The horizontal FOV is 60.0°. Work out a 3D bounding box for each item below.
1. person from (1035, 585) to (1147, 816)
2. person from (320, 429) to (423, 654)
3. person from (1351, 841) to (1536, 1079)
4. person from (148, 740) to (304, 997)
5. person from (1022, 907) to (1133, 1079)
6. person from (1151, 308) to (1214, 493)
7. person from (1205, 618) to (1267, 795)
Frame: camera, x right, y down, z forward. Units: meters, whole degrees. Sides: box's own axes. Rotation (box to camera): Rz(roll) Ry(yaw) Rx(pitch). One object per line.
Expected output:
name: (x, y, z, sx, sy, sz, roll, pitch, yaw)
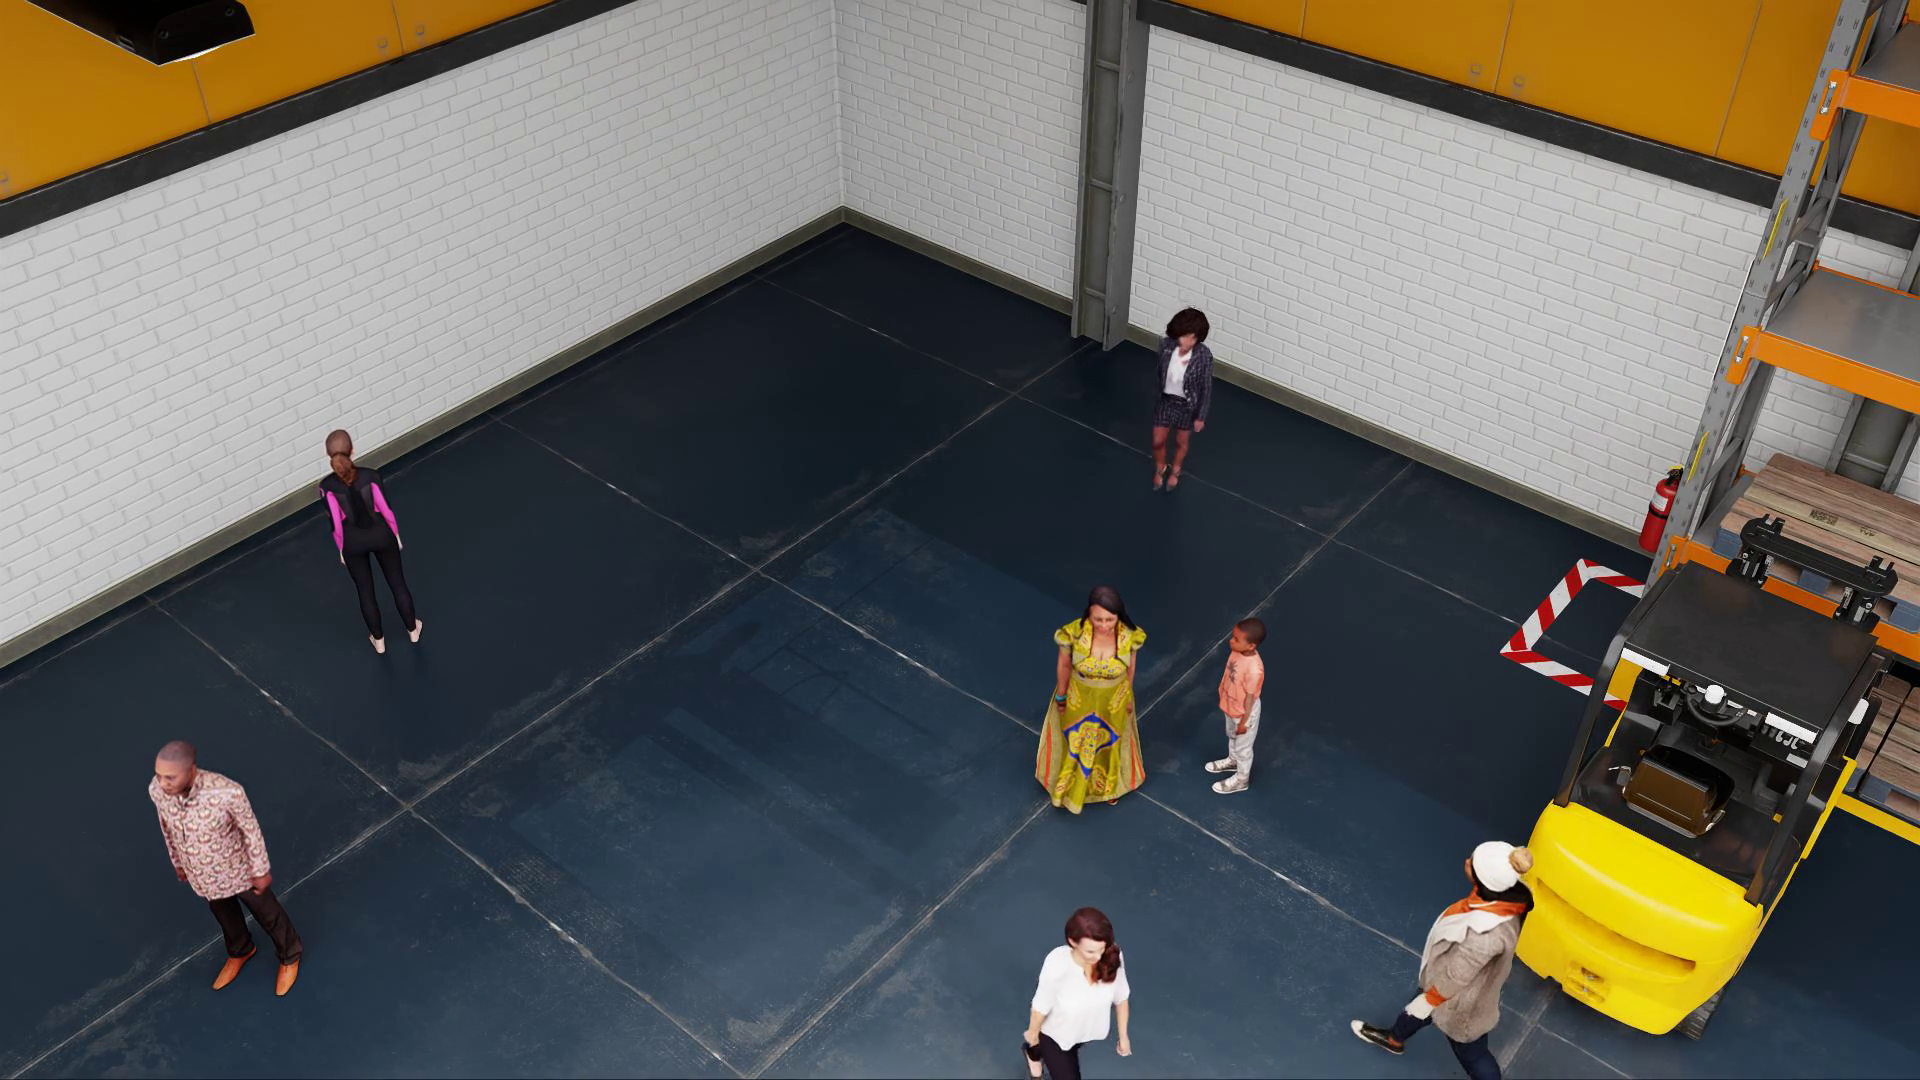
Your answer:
person: (0.801, 0.917, 9.844, 0.999, 1.660, 1.059, -3, 39, -4)
person: (-3.887, 0.009, 10.908, 0.650, 1.752, 0.687, -16, 41, -19)
person: (2.558, 2.182, 8.101, 1.203, 1.858, 0.897, 17, 41, 20)
person: (-3.870, 1.695, 8.751, 0.722, 1.808, 0.841, 5, 39, 7)
person: (0.489, 2.298, 8.049, 0.869, 1.742, 1.200, -19, 42, -22)
person: (1.605, -1.024, 12.274, 0.673, 1.661, 0.777, 26, 45, 29)
person: (1.708, 0.987, 10.037, 0.616, 1.310, 0.543, -9, 39, -11)
